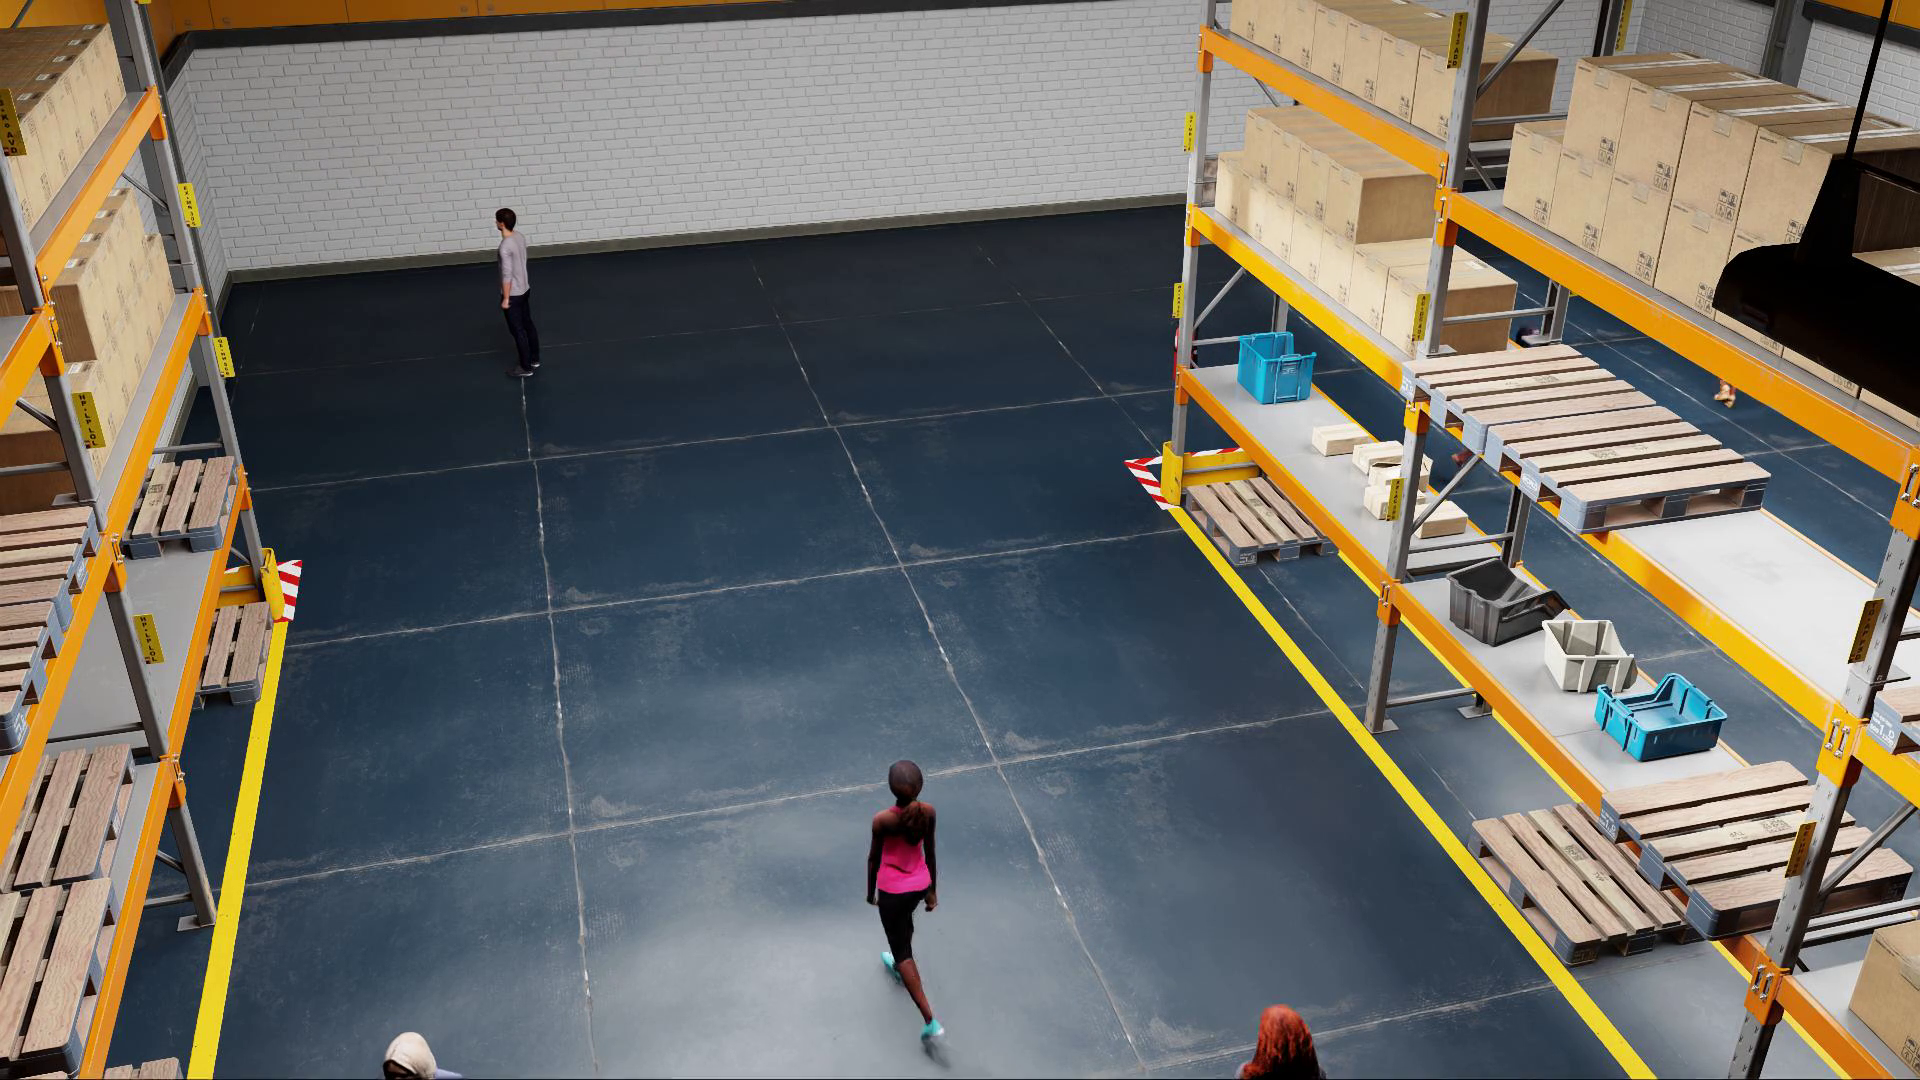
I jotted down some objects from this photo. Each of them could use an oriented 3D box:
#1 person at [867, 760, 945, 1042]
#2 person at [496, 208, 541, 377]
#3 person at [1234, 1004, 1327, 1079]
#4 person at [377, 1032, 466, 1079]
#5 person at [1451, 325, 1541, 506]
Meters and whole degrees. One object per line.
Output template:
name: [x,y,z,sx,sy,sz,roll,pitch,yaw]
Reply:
person: [-0.280,2.044,9.396,0.741,1.690,1.166,-15,32,-26]
person: [-4.778,-2.682,17.901,0.792,1.844,0.633,4,29,8]
person: [1.467,2.918,7.715,0.671,1.767,0.668,0,29,1]
person: [-2.471,2.930,7.719,0.647,1.741,0.543,-6,29,-10]
person: [5.032,-1.169,15.289,1.190,1.689,1.121,16,32,26]
